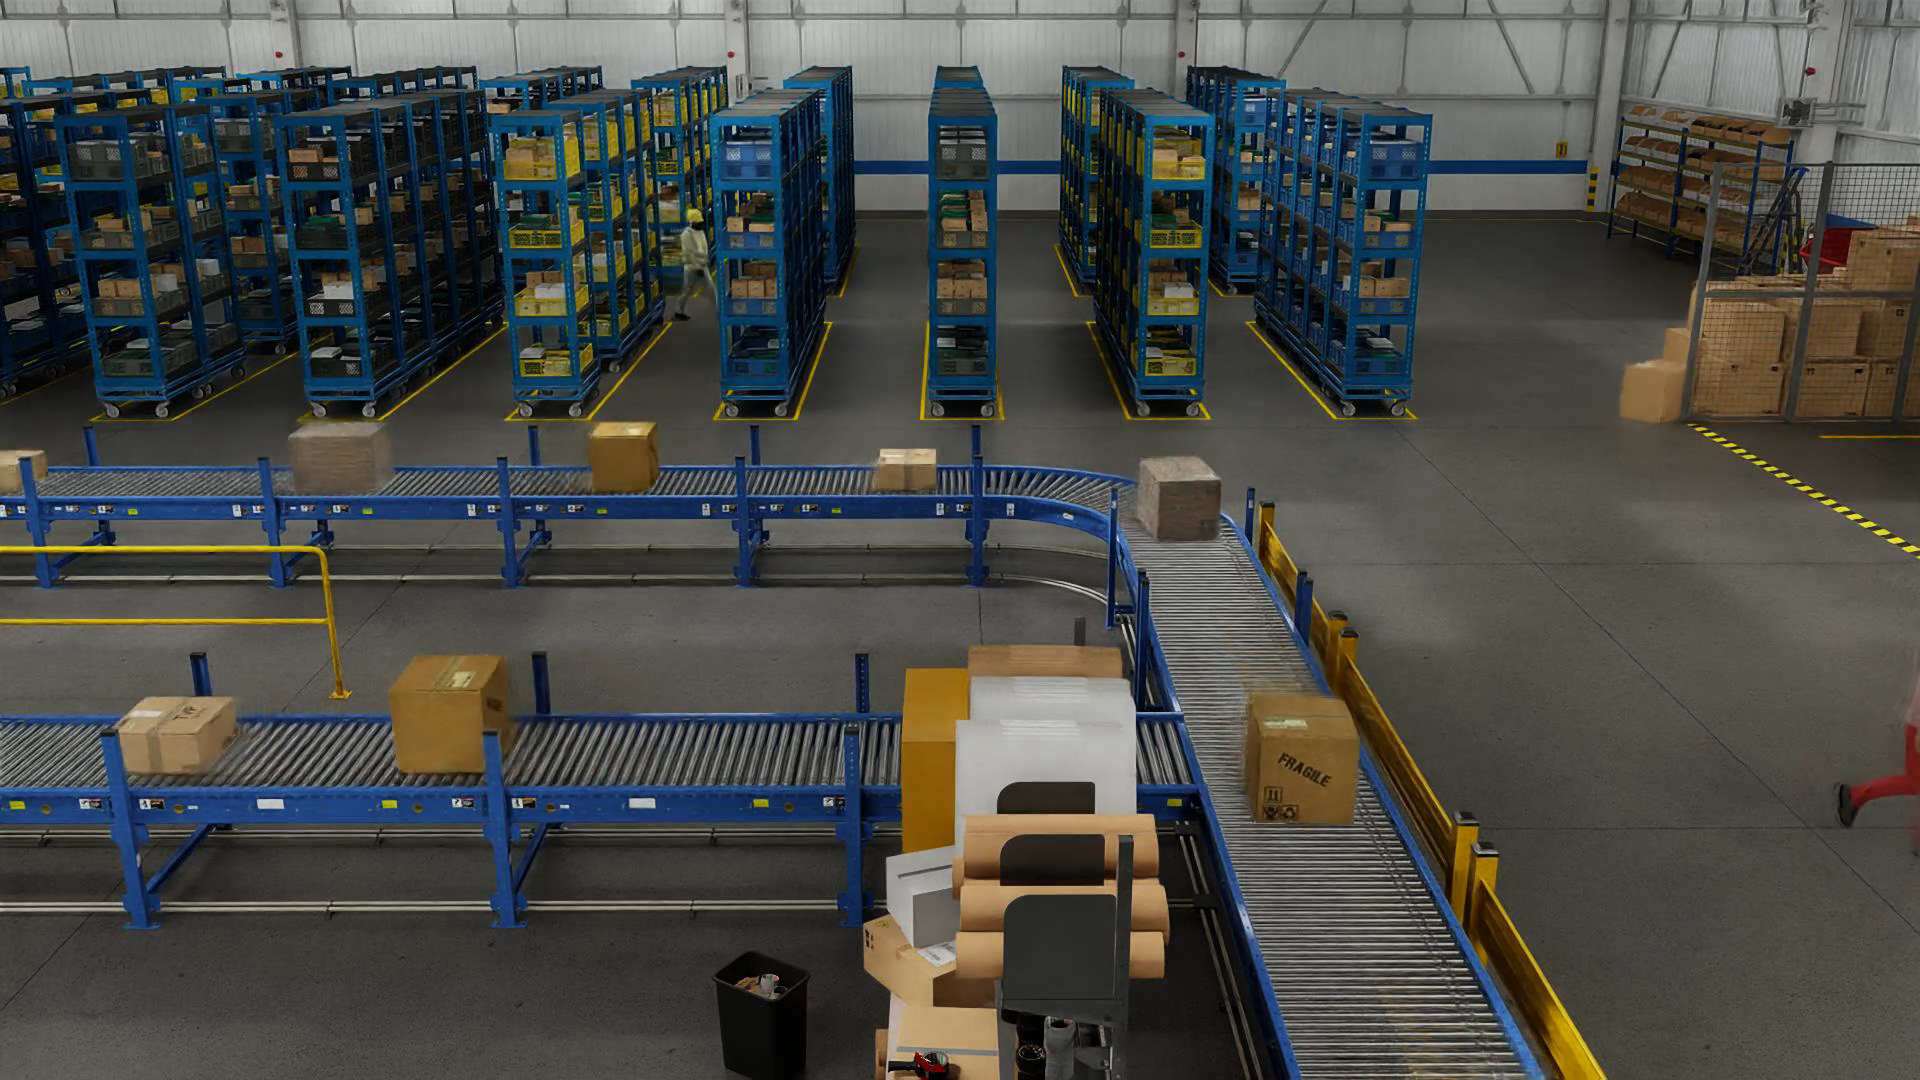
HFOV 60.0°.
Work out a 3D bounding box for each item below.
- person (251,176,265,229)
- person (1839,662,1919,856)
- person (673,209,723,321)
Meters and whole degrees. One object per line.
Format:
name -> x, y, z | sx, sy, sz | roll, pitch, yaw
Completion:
person -> -14.126, -6.819, 33.659 | 0.373, 1.840, 0.570 | -3, 18, -11
person -> 5.600, 1.027, 9.637 | 0.531, 1.747, 0.662 | -11, 21, -30
person -> -4.085, -4.276, 25.949 | 1.001, 1.766, 0.586 | 9, 20, 25
